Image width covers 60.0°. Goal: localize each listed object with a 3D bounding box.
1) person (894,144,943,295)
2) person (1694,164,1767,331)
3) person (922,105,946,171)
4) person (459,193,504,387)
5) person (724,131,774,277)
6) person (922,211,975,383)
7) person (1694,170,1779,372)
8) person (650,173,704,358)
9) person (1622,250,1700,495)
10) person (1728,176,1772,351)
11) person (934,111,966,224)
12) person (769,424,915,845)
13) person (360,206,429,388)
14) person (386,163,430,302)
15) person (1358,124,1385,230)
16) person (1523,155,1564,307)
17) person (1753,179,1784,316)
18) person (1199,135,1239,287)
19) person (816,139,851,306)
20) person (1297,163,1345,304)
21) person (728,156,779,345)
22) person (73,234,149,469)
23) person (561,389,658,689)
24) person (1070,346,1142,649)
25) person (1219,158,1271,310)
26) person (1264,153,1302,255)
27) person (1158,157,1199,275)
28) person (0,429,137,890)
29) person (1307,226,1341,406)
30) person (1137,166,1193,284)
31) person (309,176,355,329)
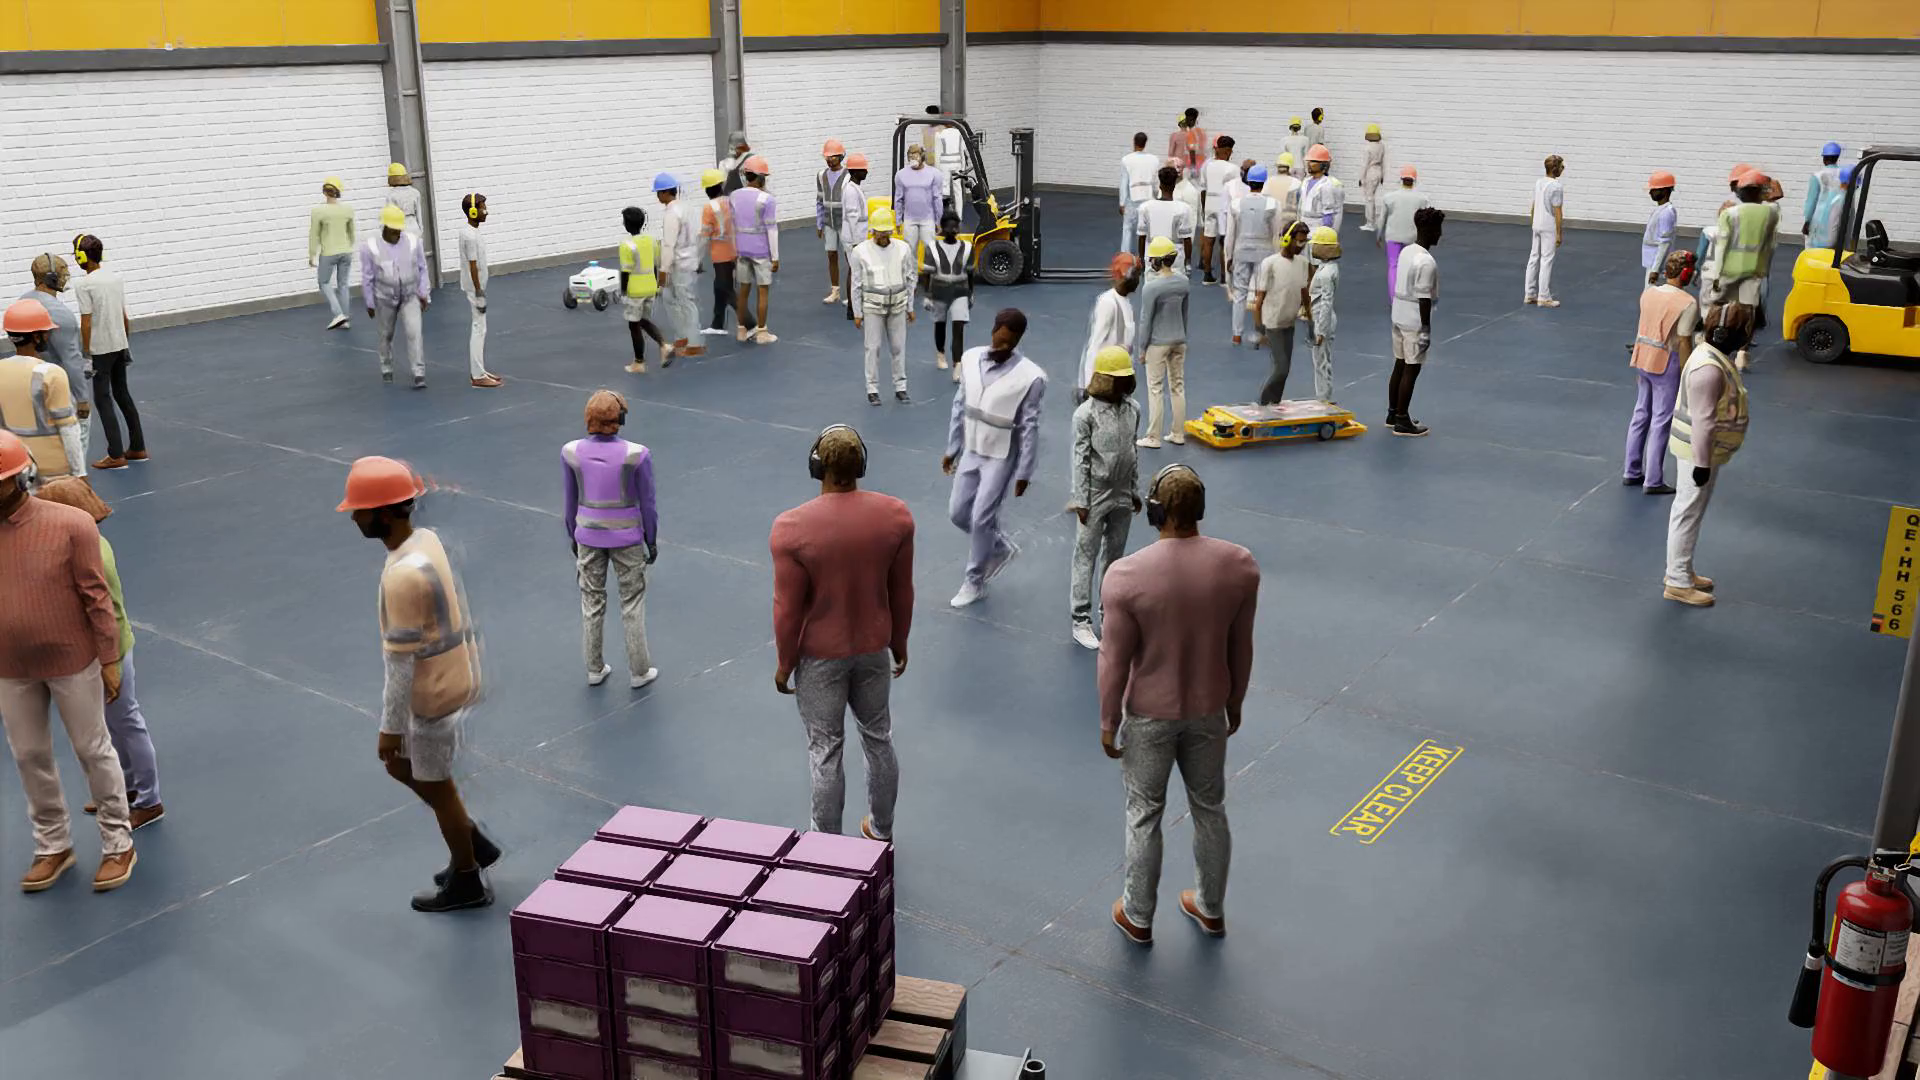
[{"bbox_3d":[-0.524,-4.042,21.088,0.636,1.929,0.381,4,18,12],"label":"person"},{"bbox_3d":[8.797,-3.283,18.782,0.981,1.896,0.566,-4,18,-12],"label":"person"},{"bbox_3d":[-0.504,-6.585,28.998,0.644,1.947,0.536,17,24,42],"label":"person"},{"bbox_3d":[-4.660,-2.410,16.093,0.324,1.862,0.511,-5,18,-16],"label":"person"},{"bbox_3d":[-2.968,-4.673,22.874,1.037,2.000,0.747,-10,20,-28],"label":"person"},{"bbox_3d":[-0.110,-2.444,16.521,0.537,1.652,0.886,-2,18,-6],"label":"person"},{"bbox_3d":[7.959,-2.765,16.991,0.612,1.979,1.094,2,18,5],"label":"person"},{"bbox_3d":[-2.962,-2.854,17.372,0.555,1.915,0.647,-1,18,-4],"label":"person"},{"bbox_3d":[5.267,-1.254,12.512,0.388,1.837,0.561,-5,18,-14],"label":"person"},{"bbox_3d":[8.451,-2.978,17.881,0.565,1.850,0.390,-15,23,-39],"label":"person"},{"bbox_3d":[-0.174,-6.300,28.213,0.573,1.886,0.353,-7,19,-21],"label":"person"},{"bbox_3d":[-0.490,0.461,6.980,0.634,1.939,0.367,-9,20,-26],"label":"person"},{"bbox_3d":[-5.410,-2.328,16.006,0.611,1.752,0.928,-9,20,-27],"label":"person"},{"bbox_3d":[-6.869,-3.779,20.578,0.321,1.737,0.487,12,21,34],"label":"person"},{"bbox_3d":[6.779,-5.994,27.489,0.506,1.726,0.362,-14,22,-37],"label":"person"},{"bbox_3d":[7.204,-3.788,20.421,0.345,1.846,0.507,-7,19,-20],"label":"person"},{"bbox_3d":[9.501,-3.430,19.657,0.285,1.627,0.502,11,21,32],"label":"person"},{"bbox_3d":[3.445,-4.340,21.963,0.600,1.958,0.385,17,24,42],"label":"person"},{"bbox_3d":[-1.514,-3.896,20.467,0.607,2.036,0.412,10,20,27],"label":"person"},{"bbox_3d":[4.378,-3.786,20.421,0.429,1.841,0.633,-16,23,-40],"label":"person"},{"bbox_3d":[-2.217,-3.143,18.111,0.617,2.029,0.409,10,21,30],"label":"person"},{"bbox_3d":[-6.798,-1.494,13.234,0.324,1.854,0.530,4,18,11],"label":"person"},{"bbox_3d":[-1.861,0.007,8.902,0.510,1.629,0.316,2,18,5],"label":"person"},{"bbox_3d":[0.855,-0.252,9.527,0.484,1.744,0.295,-14,22,-37],"label":"person"},{"bbox_3d":[3.487,-3.775,20.436,0.627,1.810,0.807,2,18,5],"label":"person"},{"bbox_3d":[4.179,-4.056,21.345,0.601,1.780,0.912,12,21,33],"label":"person"},{"bbox_3d":[2.479,-3.498,19.426,0.399,1.903,0.642,-10,20,-28],"label":"person"},{"bbox_3d":[-3.765,0.496,6.800,0.632,1.981,0.405,-2,18,-6],"label":"person"},{"bbox_3d":[3.153,-1.871,14.589,0.302,1.743,0.494,4,18,12],"label":"person"},{"bbox_3d":[2.181,-2.969,17.662,0.613,1.965,0.361,8,20,25],"label":"person"},{"bbox_3d":[-7.104,-3.246,18.911,0.386,1.736,0.553,17,24,42],"label":"person"}]
